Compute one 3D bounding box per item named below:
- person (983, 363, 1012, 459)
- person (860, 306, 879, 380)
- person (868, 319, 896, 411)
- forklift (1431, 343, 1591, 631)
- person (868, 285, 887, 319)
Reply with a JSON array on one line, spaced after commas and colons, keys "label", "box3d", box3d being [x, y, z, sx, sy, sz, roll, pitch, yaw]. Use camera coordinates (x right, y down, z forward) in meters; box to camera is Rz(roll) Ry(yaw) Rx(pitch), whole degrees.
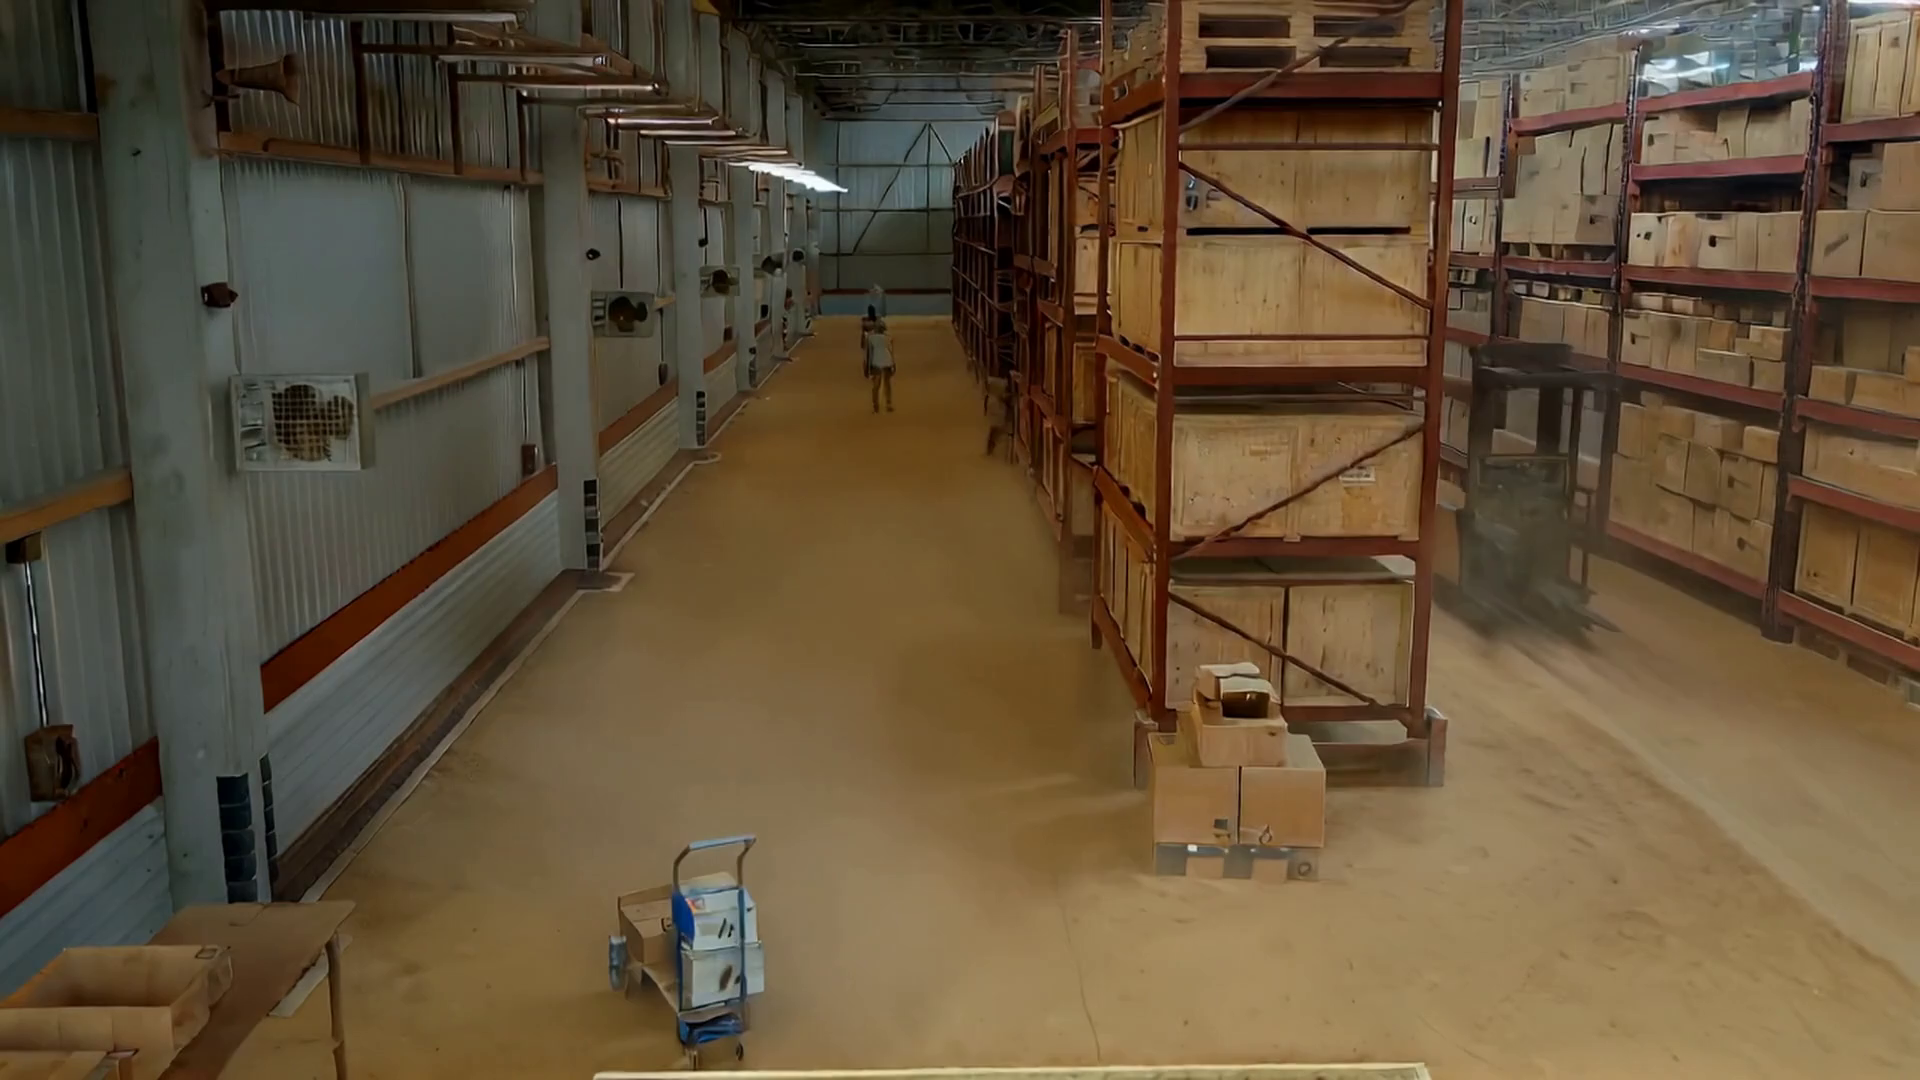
[{"label": "person", "box3d": [0.648, -2.215, 28.549, 0.560, 1.651, 0.557, -7, 13, -34]}, {"label": "person", "box3d": [-2.271, -5.049, 42.668, 0.599, 1.907, 0.405, -2, 11, -10]}, {"label": "person", "box3d": [-1.669, -3.755, 35.724, 0.613, 1.988, 0.403, -3, 11, -16]}, {"label": "forklift", "box3d": [5.665, -0.630, 17.128, 1.129, 2.768, 1.873, 0, 11, -2]}, {"label": "person", "box3d": [-2.870, -7.931, 57.771, 0.656, 1.854, 0.986, 1, 11, 5]}]
